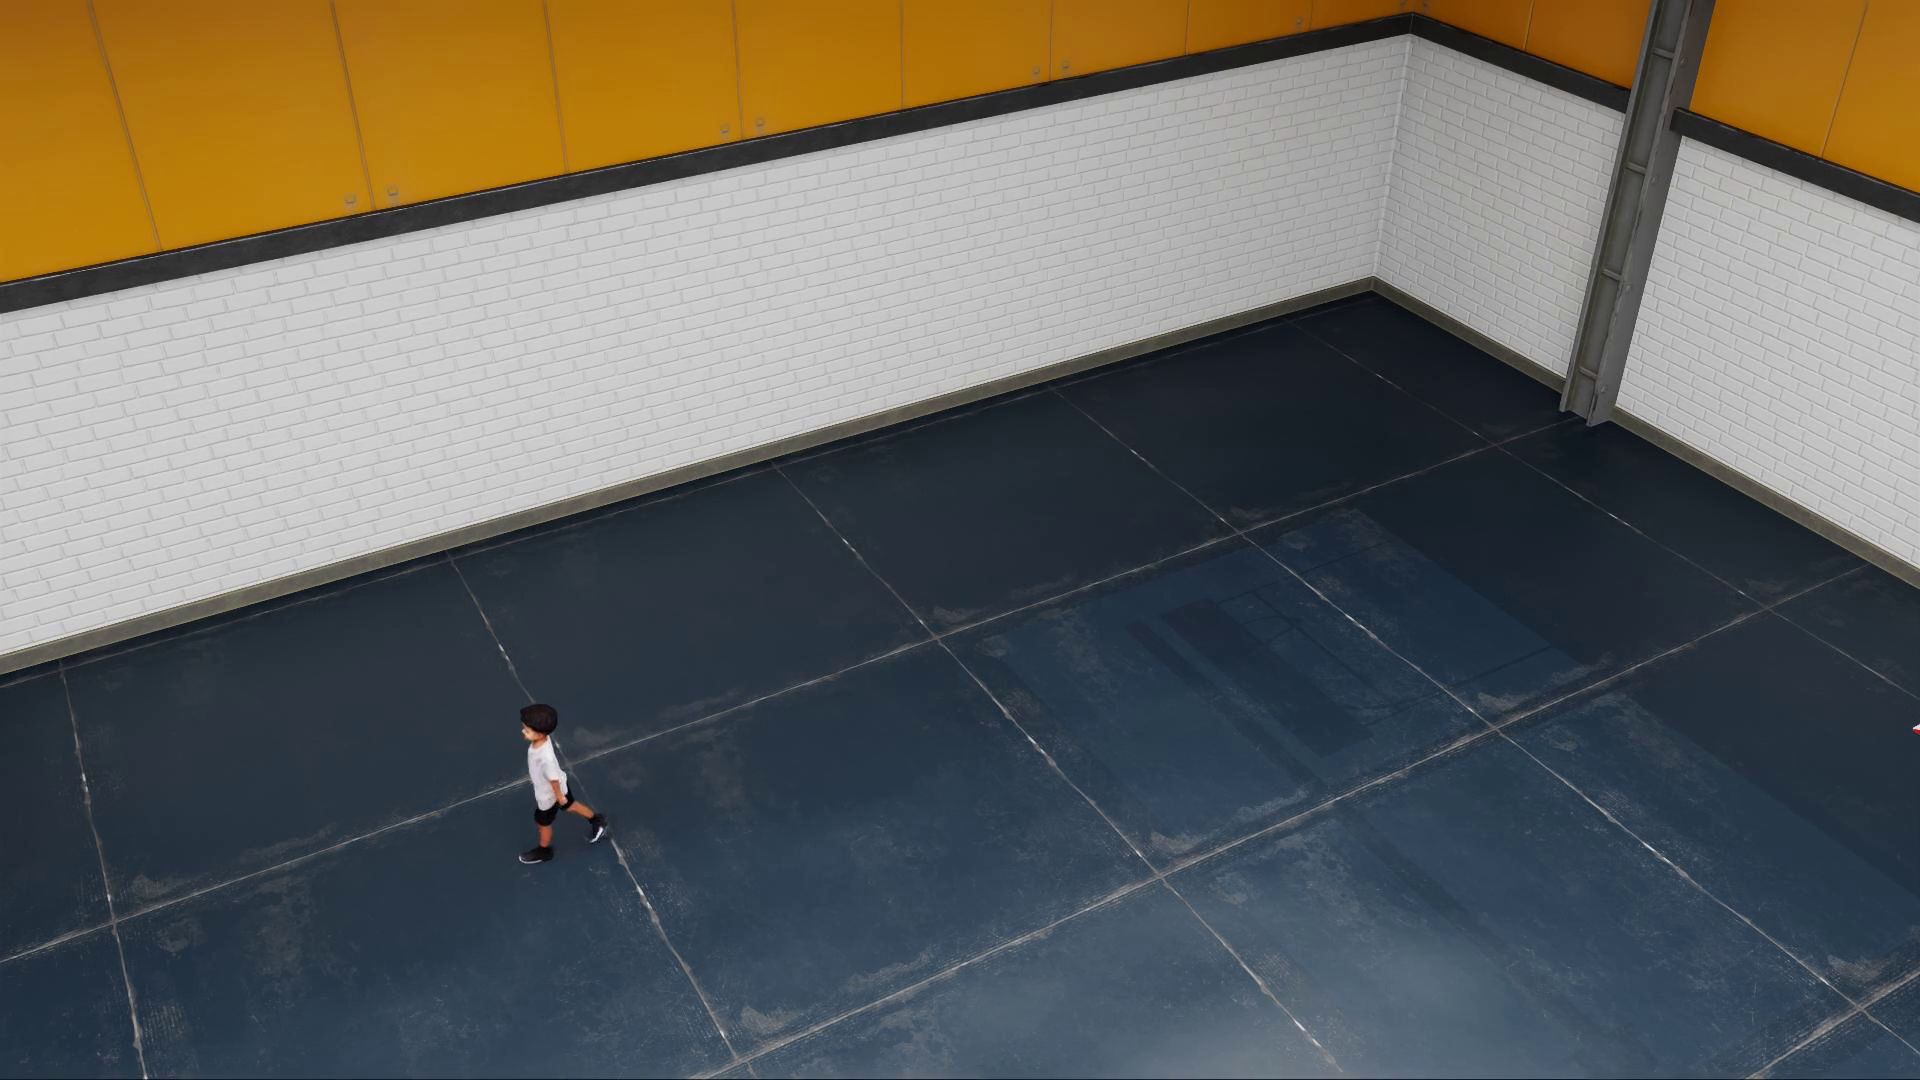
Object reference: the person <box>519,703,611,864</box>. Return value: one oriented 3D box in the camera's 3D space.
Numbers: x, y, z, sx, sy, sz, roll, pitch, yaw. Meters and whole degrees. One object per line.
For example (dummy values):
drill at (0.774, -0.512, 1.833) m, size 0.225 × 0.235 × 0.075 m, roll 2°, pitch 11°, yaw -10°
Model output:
person at (-2.597, 1.548, 10.773) m, size 0.663 × 1.245 × 0.818 m, roll -10°, pitch 35°, yaw -15°
